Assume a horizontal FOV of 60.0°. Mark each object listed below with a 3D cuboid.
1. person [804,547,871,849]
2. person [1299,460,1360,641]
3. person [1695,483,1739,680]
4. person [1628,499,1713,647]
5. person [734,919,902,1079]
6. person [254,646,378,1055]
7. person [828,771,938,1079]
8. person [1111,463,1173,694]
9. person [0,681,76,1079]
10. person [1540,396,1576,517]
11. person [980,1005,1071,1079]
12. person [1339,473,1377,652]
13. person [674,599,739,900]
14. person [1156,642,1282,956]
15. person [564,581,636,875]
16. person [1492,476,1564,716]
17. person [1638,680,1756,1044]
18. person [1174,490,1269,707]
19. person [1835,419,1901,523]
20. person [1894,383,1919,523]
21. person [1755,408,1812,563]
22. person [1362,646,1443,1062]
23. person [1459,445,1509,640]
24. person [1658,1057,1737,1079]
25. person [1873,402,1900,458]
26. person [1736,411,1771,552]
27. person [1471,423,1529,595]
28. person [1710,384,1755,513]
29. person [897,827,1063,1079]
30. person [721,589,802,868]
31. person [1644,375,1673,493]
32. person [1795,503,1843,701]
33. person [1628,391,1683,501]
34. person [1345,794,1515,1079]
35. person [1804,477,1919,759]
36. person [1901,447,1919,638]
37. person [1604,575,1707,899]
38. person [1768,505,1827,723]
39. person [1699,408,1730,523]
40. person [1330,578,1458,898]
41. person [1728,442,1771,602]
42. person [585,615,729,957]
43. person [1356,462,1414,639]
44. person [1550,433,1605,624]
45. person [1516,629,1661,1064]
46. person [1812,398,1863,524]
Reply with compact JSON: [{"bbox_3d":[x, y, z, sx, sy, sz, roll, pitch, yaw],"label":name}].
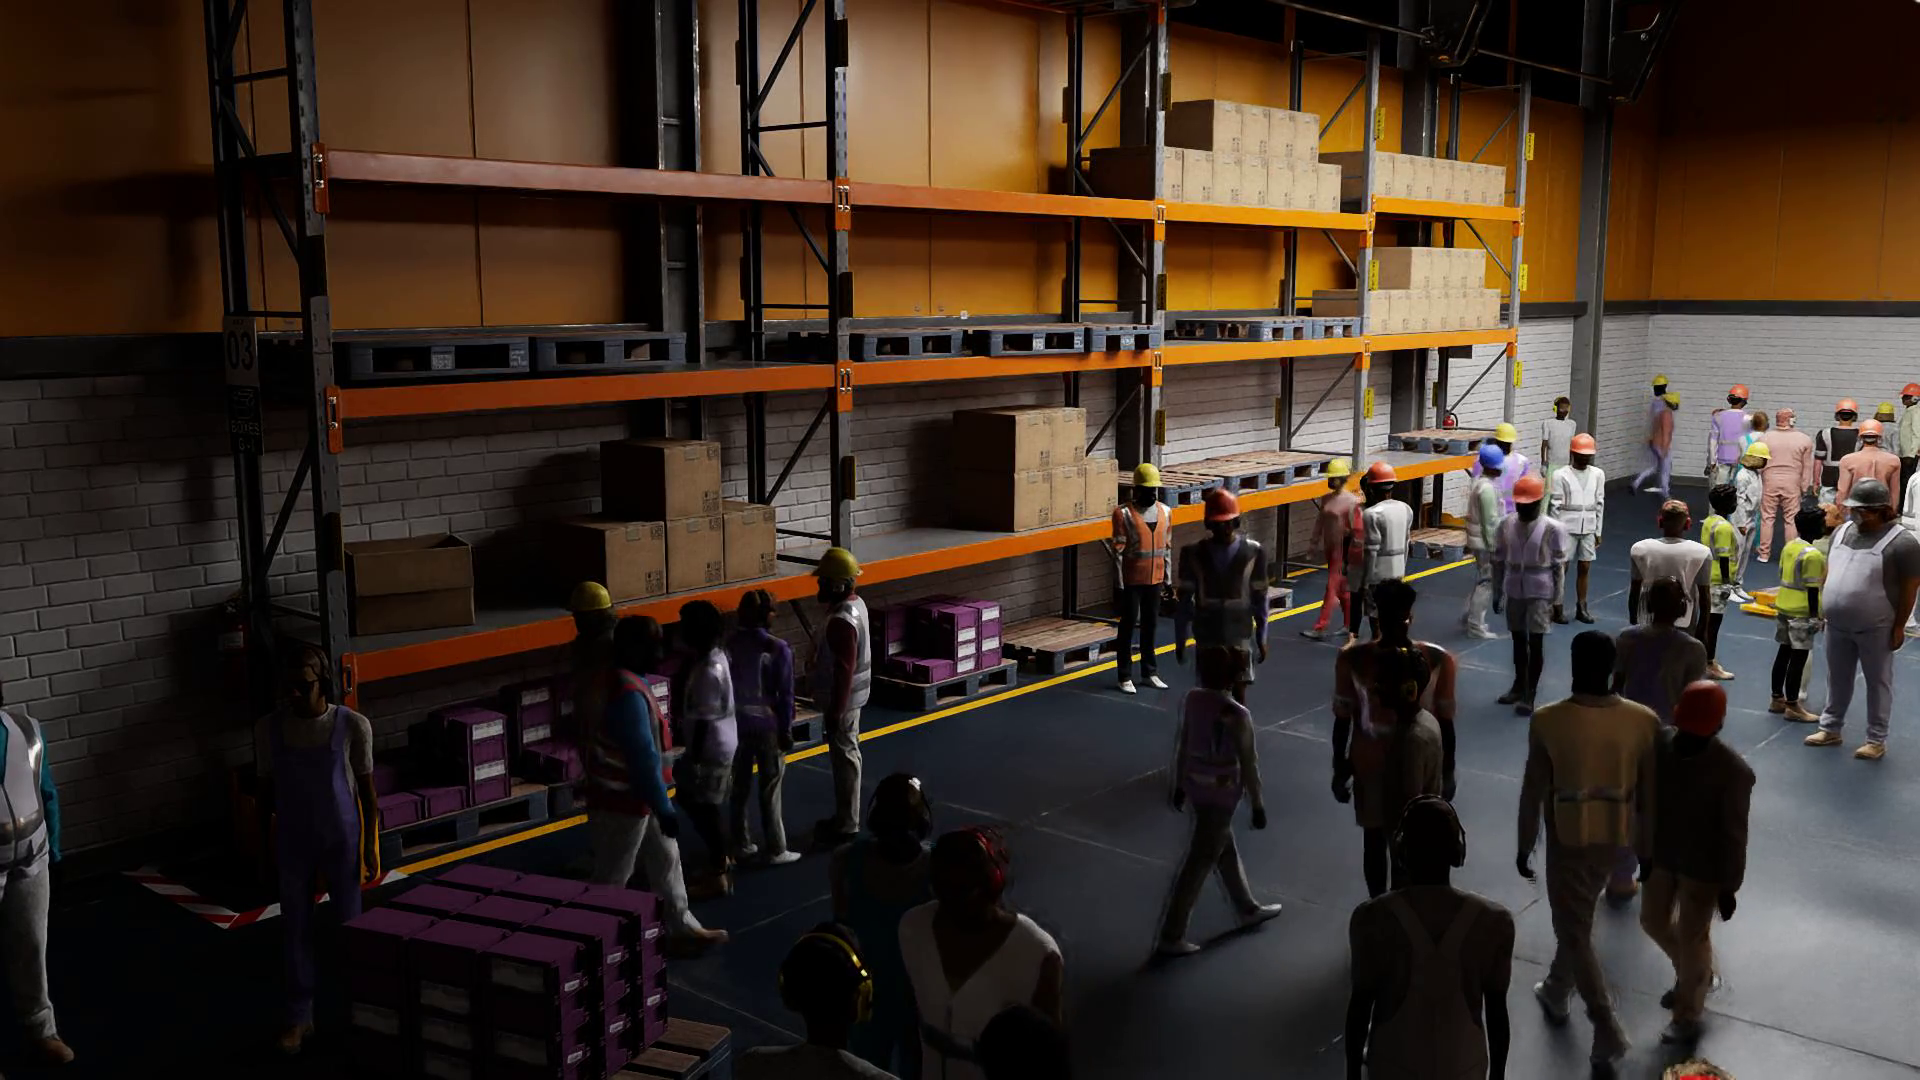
[{"bbox_3d":[-0.741,0.948,10.118,0.404,1.837,0.590,0,9,0],"label":"person"},{"bbox_3d":[3.538,0.102,15.918,0.769,1.734,0.544,-4,10,-23],"label":"person"},{"bbox_3d":[6.562,0.352,14.414,0.319,1.697,0.533,1,9,9],"label":"person"},{"bbox_3d":[5.167,0.627,12.145,0.565,1.850,0.389,5,10,31],"label":"person"},{"bbox_3d":[-0.306,1.853,4.159,0.510,1.877,0.328,3,9,20],"label":"person"},{"bbox_3d":[-2.854,1.367,7.387,0.514,1.844,0.327,-1,9,-8],"label":"person"},{"bbox_3d":[-0.216,1.642,5.736,0.534,1.811,0.489,2,9,10],"label":"person"},{"bbox_3d":[1.535,0.316,13.908,0.585,1.927,0.366,-5,10,-28],"label":"person"},{"bbox_3d":[-4.146,1.421,7.106,0.429,1.831,0.635,5,10,30],"label":"person"},{"bbox_3d":[8.200,-1.035,22.801,0.512,1.873,0.328,-2,9,-11],"label":"person"},{"bbox_3d":[0.193,1.913,3.797,0.603,1.884,0.863,0,9,1],"label":"person"},{"bbox_3d":[3.741,0.223,15.231,0.540,1.699,0.316,6,11,34],"label":"person"},{"bbox_3d":[-1.419,1.160,9.222,0.379,1.679,0.556,-1,9,-9],"label":"person"},{"bbox_3d":[1.337,1.316,8.535,0.865,1.592,0.541,-4,10,-24],"label":"person"},{"bbox_3d":[-2.067,1.091,9.507,0.487,1.741,0.314,8,12,43],"label":"person"},{"bbox_3d":[4.486,0.438,13.252,0.568,1.903,0.715,7,12,40],"label":"person"},{"bbox_3d":[3.305,1.423,7.467,0.614,1.705,0.608,-4,10,-24],"label":"person"},{"bbox_3d":[1.776,0.664,11.368,0.633,2.013,0.759,2,9,12],"label":"person"},{"bbox_3d":[9.535,-0.277,17.519,0.614,1.990,0.392,2,9,11],"label":"person"},{"bbox_3d":[13.476,-1.231,23.658,0.375,1.997,0.612,3,9,16],"label":"person"},{"bbox_3d":[9.973,-0.650,20.211,0.642,1.905,0.399,5,10,27],"label":"person"},{"bbox_3d":[1.946,1.376,7.298,0.330,1.860,0.512,3,9,19],"label":"person"},{"bbox_3d":[5.019,0.026,15.885,0.407,1.904,0.700,2,9,16],"label":"person"},{"bbox_3d":[1.536,1.988,3.539,0.590,1.796,0.993,4,10,23],"label":"person"},{"bbox_3d":[12.978,-1.072,23.444,0.309,1.744,0.485,-7,11,-38],"label":"person"},{"bbox_3d":[9.979,-0.712,20.932,0.508,1.815,0.835,8,12,41],"label":"person"},{"bbox_3d":[5.848,-0.320,18.050,0.609,1.915,0.407,1,9,4],"label":"person"},{"bbox_3d":[10.517,-1.091,22.604,0.614,2.042,0.373,8,12,42],"label":"person"},{"bbox_3d":[0.123,1.724,5.211,0.569,1.818,0.725,6,11,33],"label":"person"},{"bbox_3d":[-1.190,1.101,9.776,0.514,1.636,0.315,5,10,31],"label":"person"},{"bbox_3d":[11.402,-1.734,27.134,0.385,1.922,0.594,9,12,44],"label":"person"},{"bbox_3d":[7.035,0.510,13.595,0.505,1.631,0.281,3,9,18],"label":"person"},{"bbox_3d":[10.921,-1.468,26.025,0.657,1.743,0.550,2,9,15],"label":"person"},{"bbox_3d":[1.466,1.704,5.251,0.505,1.839,0.348,1,9,8],"label":"person"},{"bbox_3d":[6.502,0.553,12.010,0.536,2.000,0.683,-4,10,-26],"label":"person"},{"bbox_3d":[9.303,-0.006,16.119,0.337,1.882,0.585,4,10,27],"label":"person"},{"bbox_3d":[3.941,1.087,9.365,0.992,1.793,0.525,-7,11,-38],"label":"person"},{"bbox_3d":[6.578,0.566,13.018,0.319,1.698,0.538,1,9,4],"label":"person"},{"bbox_3d":[10.770,-1.045,23.607,0.511,1.641,0.307,-6,11,-33],"label":"person"},{"bbox_3d":[2.210,1.145,8.476,0.644,1.947,0.441,3,9,16],"label":"person"},{"bbox_3d":[8.450,-0.192,17.842,0.482,1.729,0.375,-8,12,-43],"label":"person"},{"bbox_3d":[-1.502,1.268,8.169,0.858,1.810,0.650,-2,9,-11],"label":"person"},{"bbox_3d":[3.527,0.308,13.947,0.542,1.931,0.376,-6,11,-35],"label":"person"},{"bbox_3d":[6.190,-0.109,16.656,0.541,1.931,0.380,0,9,-3],"label":"person"},{"bbox_3d":[2.822,1.342,7.447,0.606,1.884,0.920,-1,9,-5],"label":"person"},{"bbox_3d":[10.616,-0.688,20.056,0.611,2.032,0.411,4,10,26],"label":"person"}]
